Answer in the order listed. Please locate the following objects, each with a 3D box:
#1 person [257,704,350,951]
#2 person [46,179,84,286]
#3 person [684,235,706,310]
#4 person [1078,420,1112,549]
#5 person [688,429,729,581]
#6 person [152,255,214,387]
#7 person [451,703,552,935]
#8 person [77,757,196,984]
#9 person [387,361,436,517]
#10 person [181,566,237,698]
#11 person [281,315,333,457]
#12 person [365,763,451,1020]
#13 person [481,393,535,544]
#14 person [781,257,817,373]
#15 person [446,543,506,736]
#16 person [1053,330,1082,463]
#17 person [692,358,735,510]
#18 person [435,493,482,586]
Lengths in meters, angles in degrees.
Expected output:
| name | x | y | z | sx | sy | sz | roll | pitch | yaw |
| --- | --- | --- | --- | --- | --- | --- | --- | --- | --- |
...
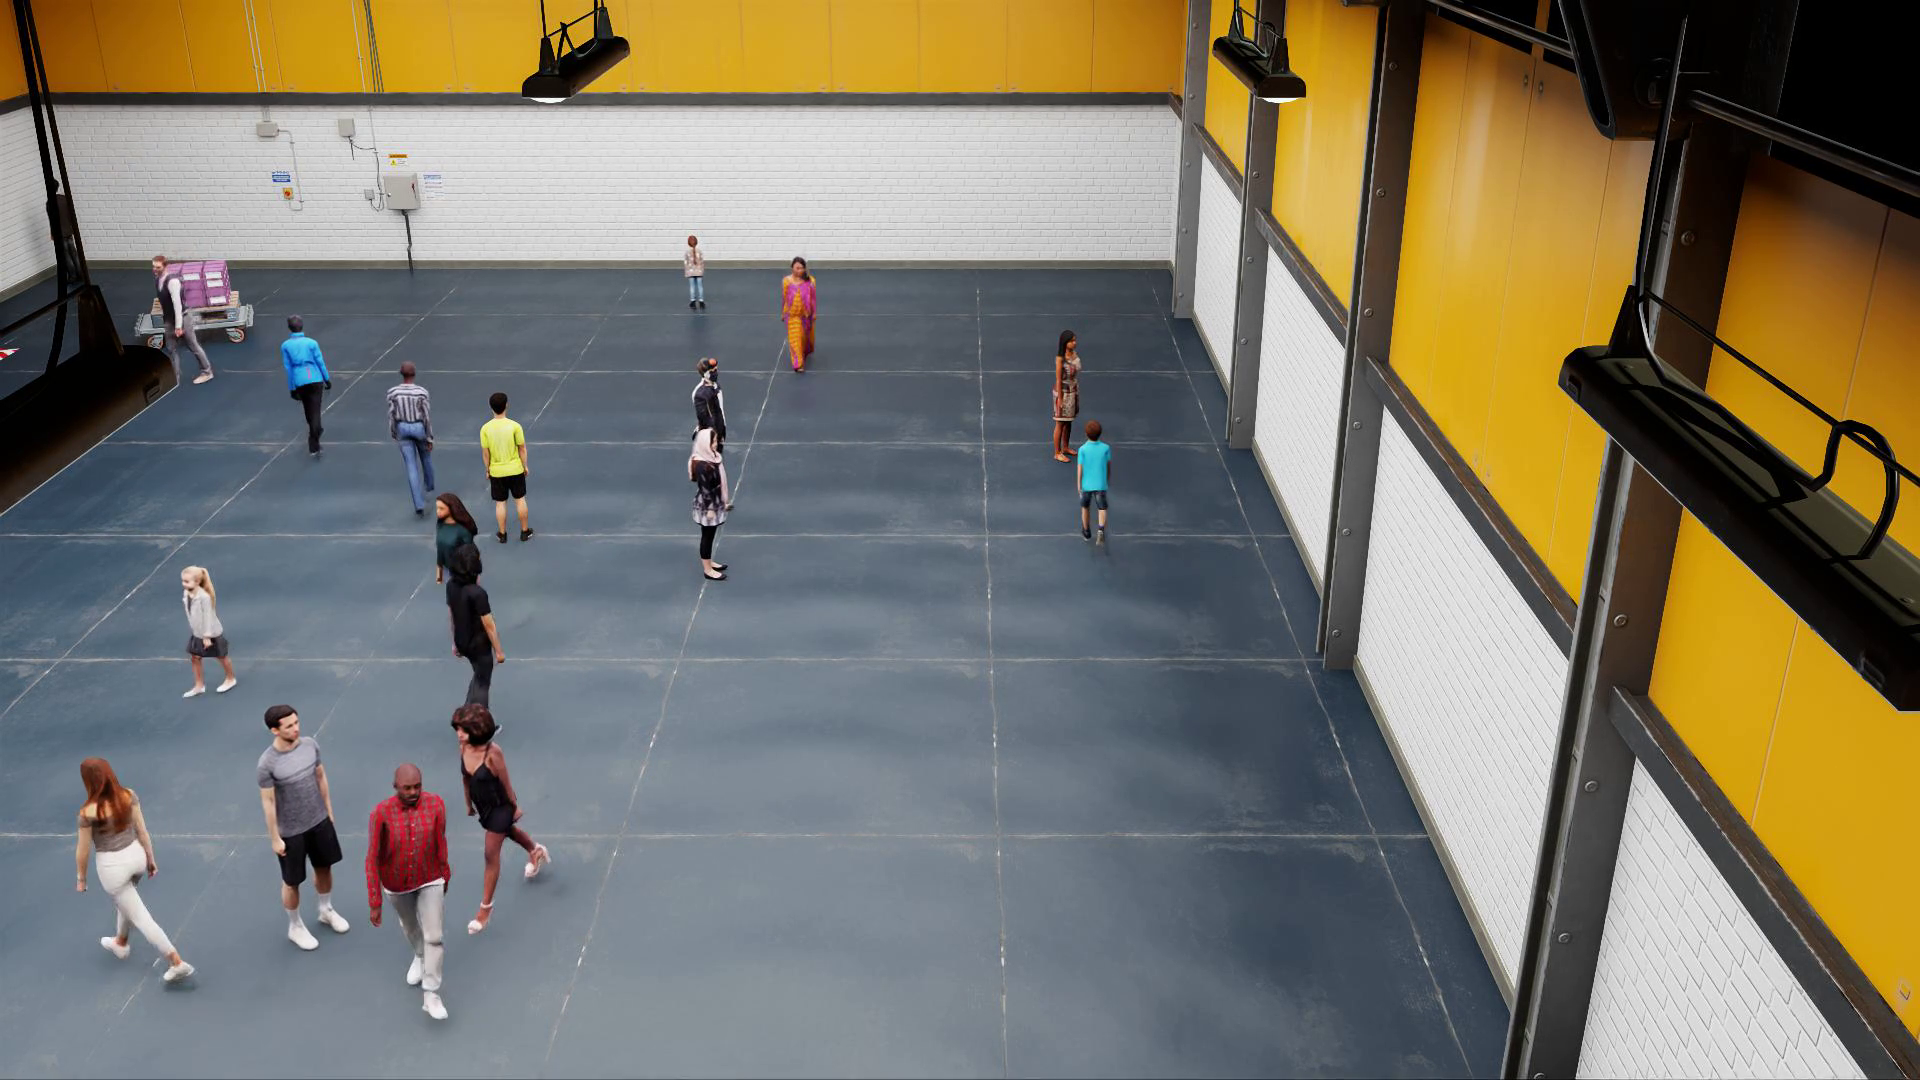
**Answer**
| name | x | y | z | sx | sy | sz | roll | pitch | yaw |
| --- | --- | --- | --- | --- | --- | --- | --- | --- | --- |
| person | -4.669 | 1.986 | 11.735 | 0.794 | 1.865 | 0.699 | 17 | 29 | 34 |
| person | -15.348 | -5.281 | 28.434 | 0.774 | 1.804 | 0.502 | 3 | 24 | 6 |
| person | -4.324 | -4.369 | 27.116 | 0.496 | 1.189 | 0.506 | -5 | 24 | -10 |
| person | 1.481 | -0.605 | 18.195 | 0.515 | 1.438 | 0.802 | -1 | 24 | -1 |
| person | -2.646 | -0.391 | 17.464 | 0.691 | 1.631 | 0.561 | -1 | 24 | -3 |
| person | -10.893 | -3.098 | 23.319 | 0.985 | 1.902 | 1.140 | 17 | 29 | 33 |
| person | -3.317 | 1.918 | 12.066 | 0.979 | 1.725 | 1.223 | 13 | 27 | 28 |
| person | -5.622 | 2.277 | 11.289 | 1.042 | 1.688 | 1.181 | 12 | 26 | 25 |
| person | -6.231 | -1.112 | 18.962 | 0.847 | 1.752 | 1.192 | -7 | 24 | -15 |
| person | -6.836 | 0.803 | 15.198 | 0.678 | 1.258 | 0.783 | 11 | 26 | 23 |
| person | -8.152 | -1.906 | 20.777 | 0.603 | 1.754 | 1.131 | -1 | 24 | -1 |
| person | -3.704 | 2.247 | 11.248 | 0.879 | 1.775 | 1.181 | -5 | 24 | -11 |
| person | -4.990 | -0.799 | 18.300 | 0.660 | 1.709 | 0.600 | -5 | 24 | -11 |
| person | -2.329 | -3.328 | 24.128 | 0.811 | 1.675 | 1.104 | -4 | 24 | -10 |
| person | -4.234 | 0.913 | 14.243 | 0.793 | 1.821 | 0.844 | 18 | 29 | 35 |
| person | 1.319 | -1.815 | 20.703 | 0.785 | 1.645 | 0.668 | 15 | 28 | 30 |
| person | -2.846 | -1.179 | 18.943 | 0.786 | 1.891 | 0.604 | 5 | 24 | 12 |
| person | -4.755 | 0.273 | 15.978 | 0.721 | 1.604 | 0.773 | 17 | 29 | 34 |
